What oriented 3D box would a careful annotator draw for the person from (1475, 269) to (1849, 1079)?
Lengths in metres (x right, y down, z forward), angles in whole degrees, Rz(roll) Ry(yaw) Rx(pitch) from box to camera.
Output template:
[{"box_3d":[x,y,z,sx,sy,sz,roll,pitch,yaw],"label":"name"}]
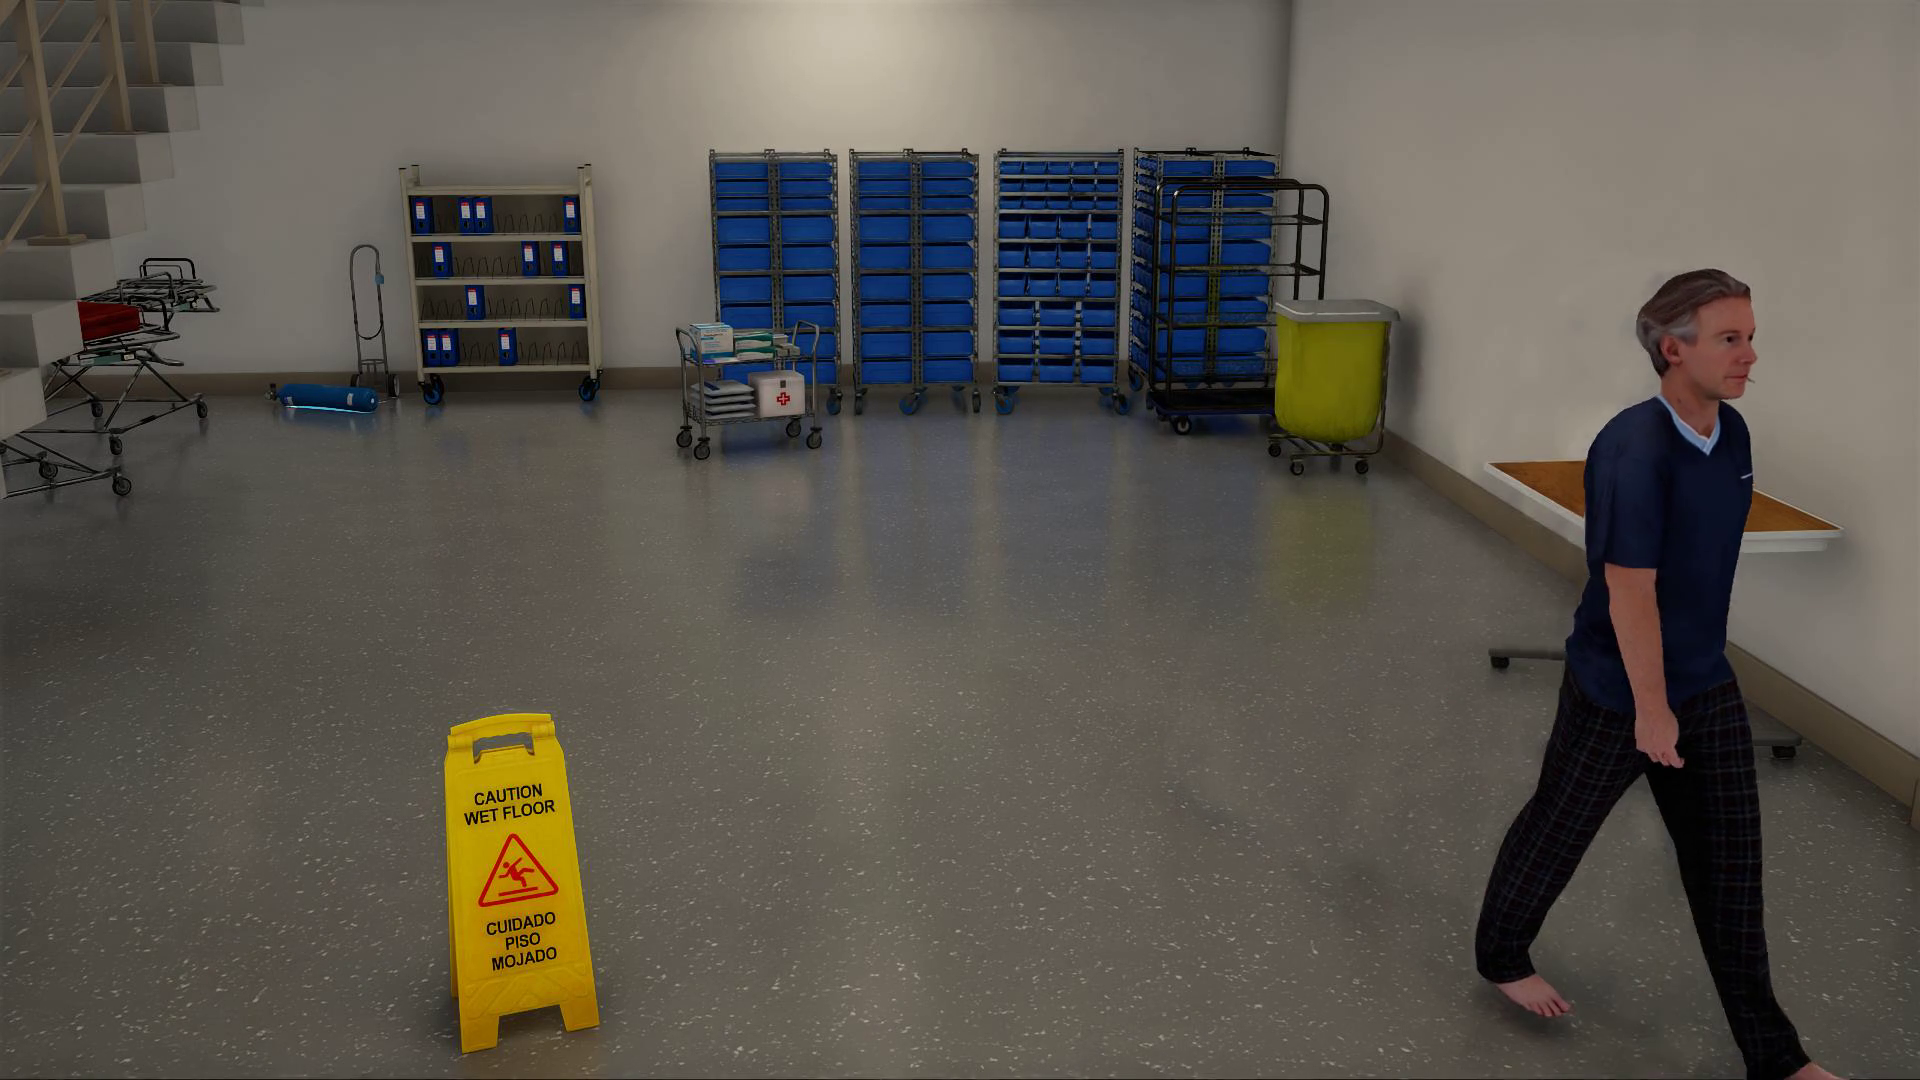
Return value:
[{"box_3d":[1.489,0.327,3.833,0.999,1.823,1.253,-9,18,-29],"label":"person"}]
